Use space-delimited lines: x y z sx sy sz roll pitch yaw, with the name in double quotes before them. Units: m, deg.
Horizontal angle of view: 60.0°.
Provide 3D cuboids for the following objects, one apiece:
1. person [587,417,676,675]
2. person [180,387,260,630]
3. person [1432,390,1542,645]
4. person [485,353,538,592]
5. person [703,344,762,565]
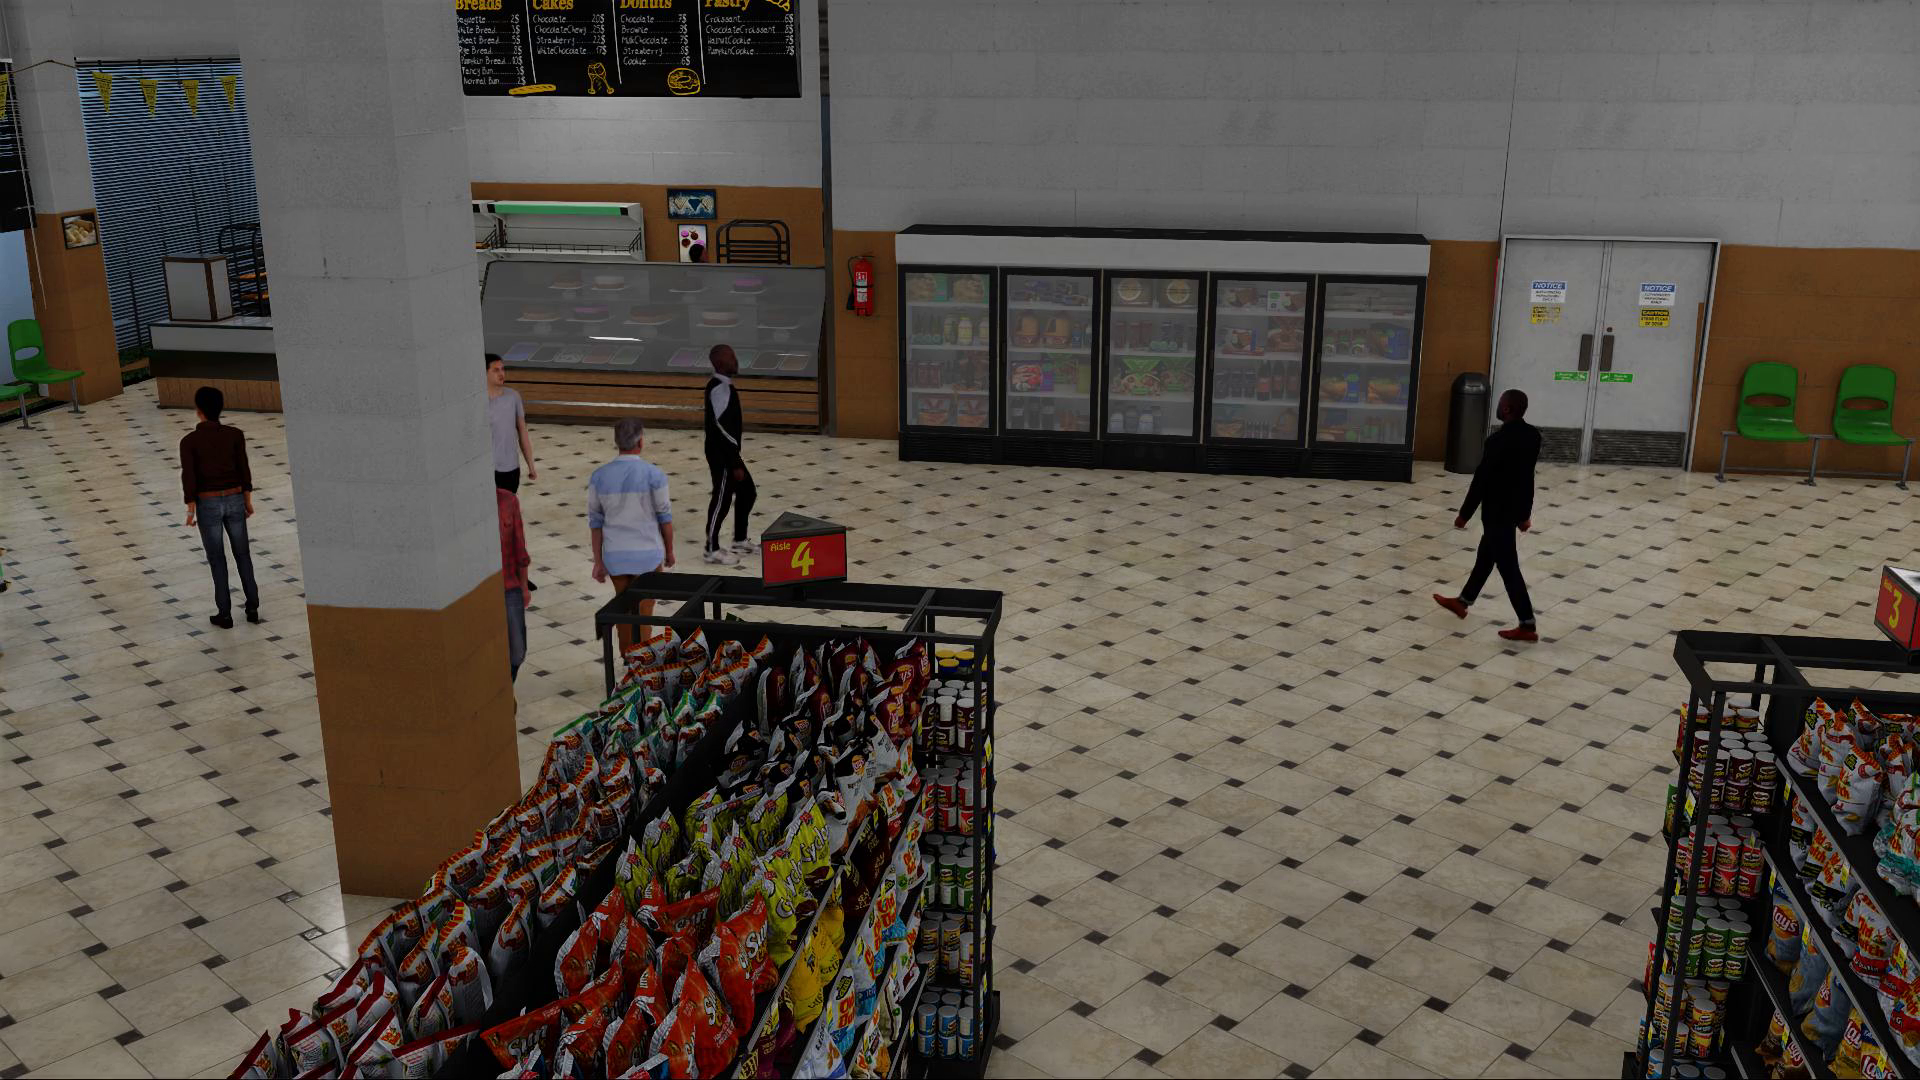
"person" -2.146 0.131 10.817 0.673 1.807 0.751 3 17 11
"person" -5.368 -0.244 12.094 0.676 1.783 0.778 -16 23 -41
"person" 3.905 -0.129 11.733 1.157 1.773 1.198 16 23 42
"person" -3.666 -0.549 13.014 1.138 1.833 1.233 13 21 37
"person" -2.006 -0.692 13.513 0.854 1.816 0.781 -1 17 -4
